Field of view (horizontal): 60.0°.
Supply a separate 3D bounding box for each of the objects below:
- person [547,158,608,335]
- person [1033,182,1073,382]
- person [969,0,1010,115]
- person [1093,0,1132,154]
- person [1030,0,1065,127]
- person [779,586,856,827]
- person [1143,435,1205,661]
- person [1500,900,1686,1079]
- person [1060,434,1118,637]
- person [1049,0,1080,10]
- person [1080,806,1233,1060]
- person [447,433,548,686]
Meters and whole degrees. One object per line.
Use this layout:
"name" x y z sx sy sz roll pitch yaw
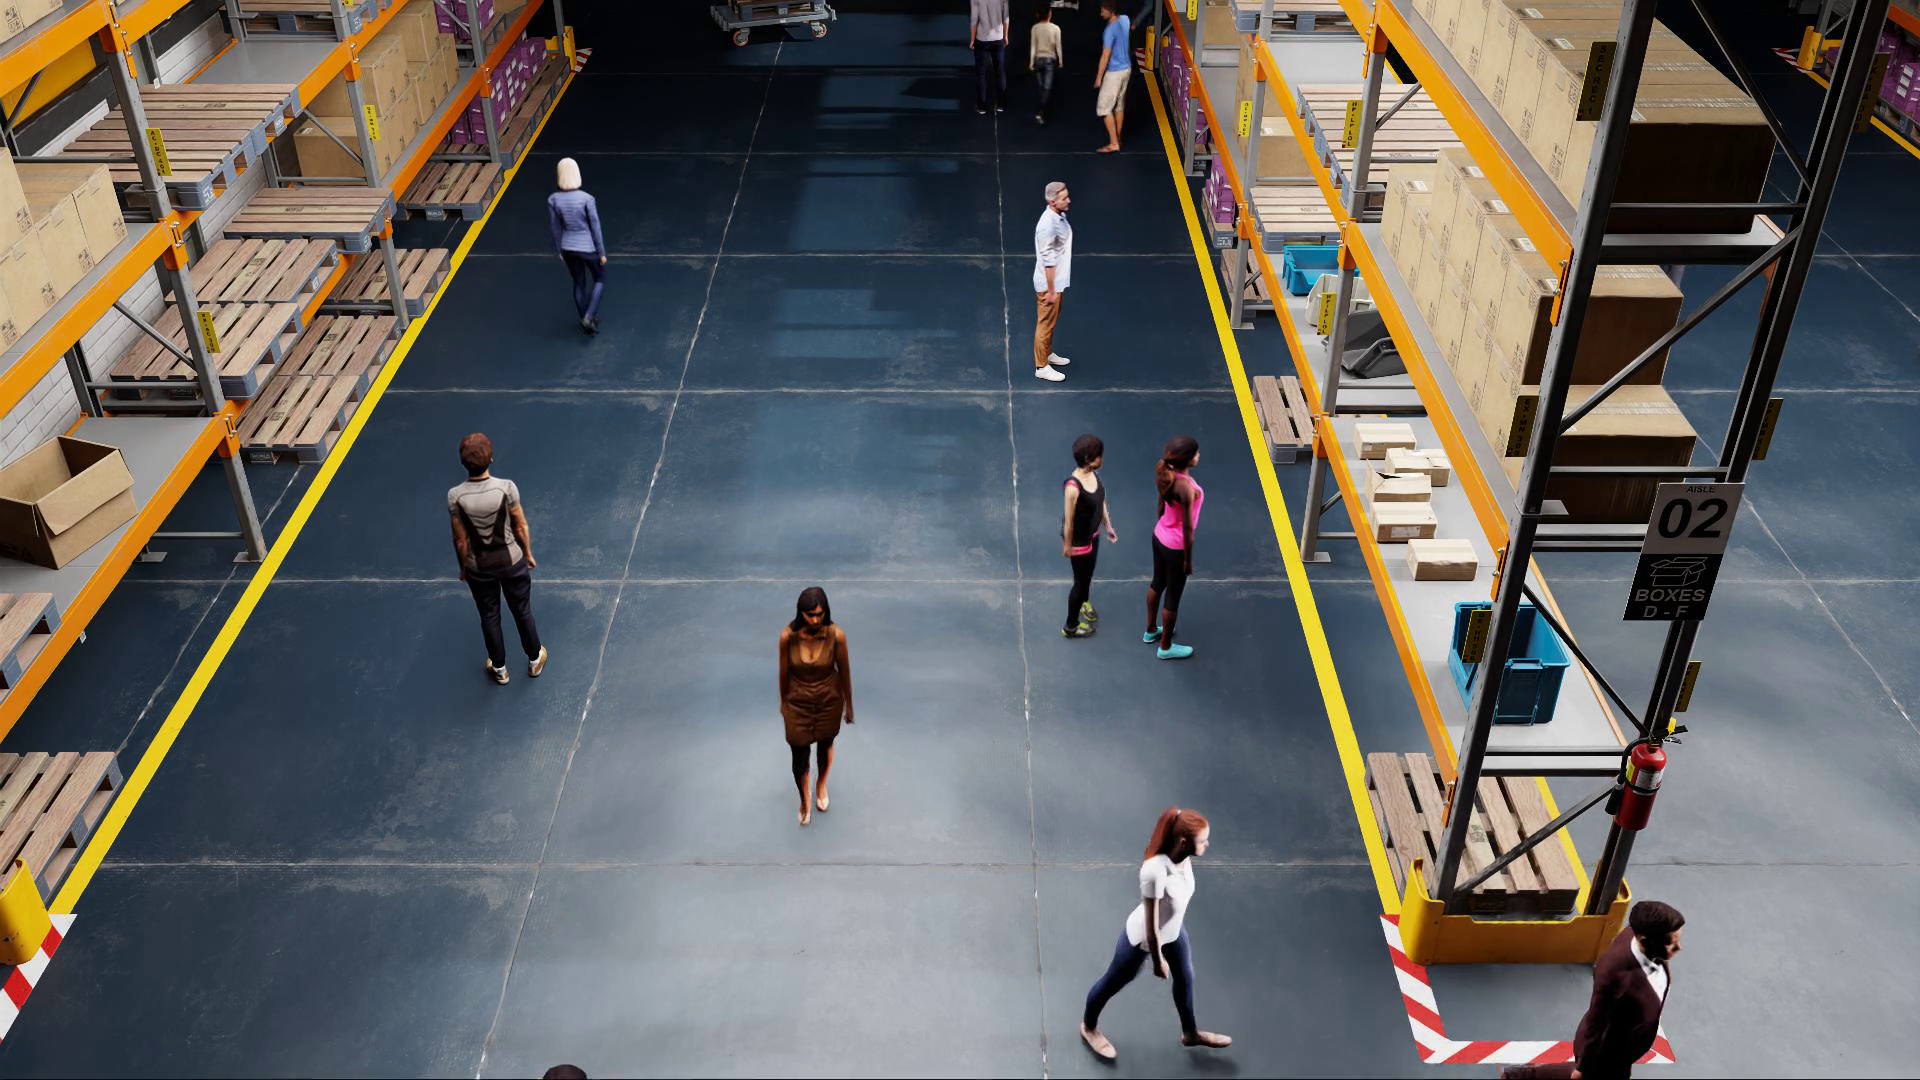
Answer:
"person" -3.566 -2.691 15.528 0.732 1.735 0.793 6 34 9
"person" 0.819 -2.347 14.926 0.787 1.827 0.586 7 34 10
"person" 0.370 -6.282 20.833 0.711 1.843 0.630 -8 34 -12
"person" 1.876 -5.560 19.760 0.818 1.828 0.916 -23 40 -30
"person" 1.041 -5.872 20.575 0.786 1.445 1.054 12 36 18
"person" -0.886 0.942 10.115 0.624 1.675 0.631 -4 34 -5
"person" 1.459 0.033 11.441 0.679 1.723 0.573 -11 35 -16
"person" 3.018 2.327 7.879 1.108 1.844 1.093 24 41 32
"person" 0.847 -0.085 11.788 0.746 1.534 0.666 20 39 27
"person" 1.667 -8.711 24.640 0.872 1.673 0.804 25 41 33
"person" 0.905 2.005 8.504 0.981 1.689 1.005 27 42 34
"person" -3.112 0.134 11.134 0.724 1.894 0.668 -10 35 -15
